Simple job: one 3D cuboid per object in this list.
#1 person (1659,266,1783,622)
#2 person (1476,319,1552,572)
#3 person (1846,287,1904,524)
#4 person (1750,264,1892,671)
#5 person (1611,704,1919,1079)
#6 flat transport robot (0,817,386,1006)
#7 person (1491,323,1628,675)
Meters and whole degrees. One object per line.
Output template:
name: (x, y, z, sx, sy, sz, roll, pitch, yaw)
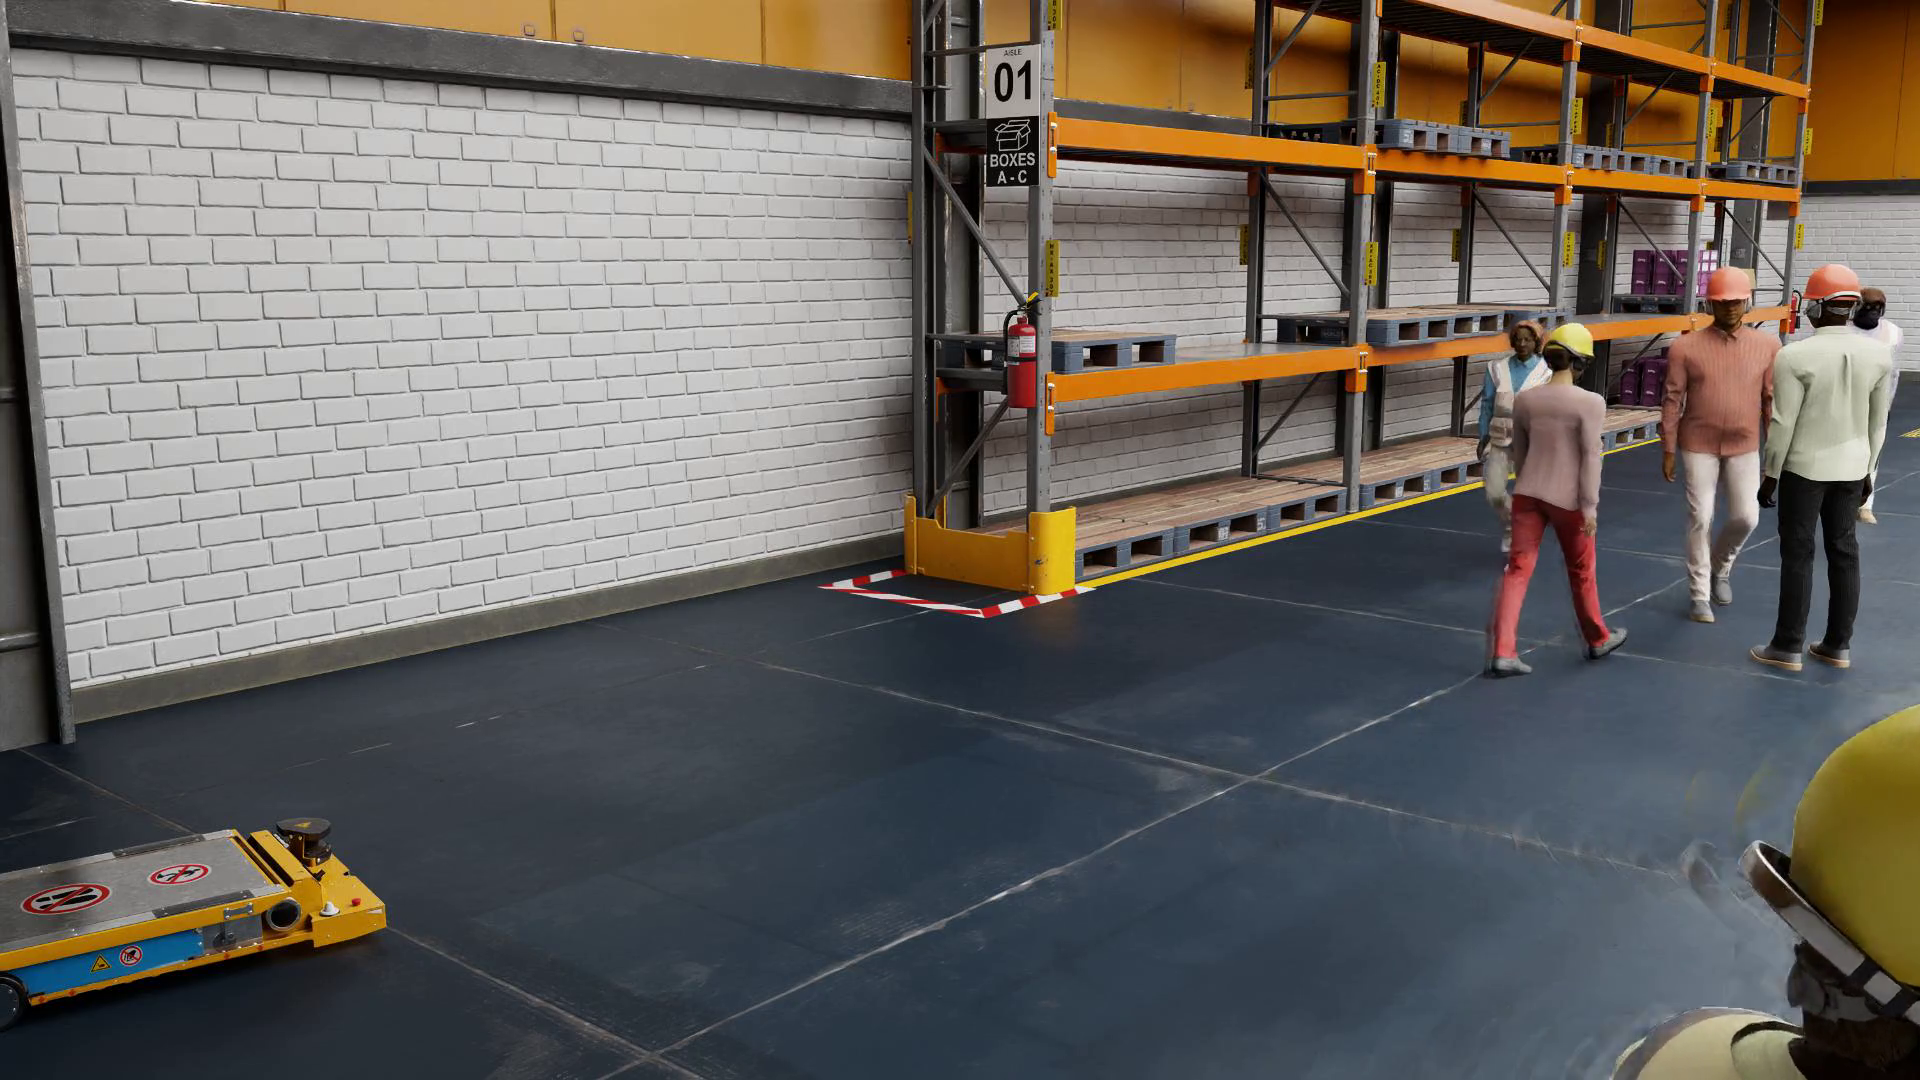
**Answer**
person: (4.227, -0.530, 9.277, 0.639, 1.974, 0.480, 2, 10, 13)
person: (3.626, -0.616, 10.749, 0.536, 1.622, 0.481, 7, 12, 35)
person: (6.862, -1.056, 12.846, 0.642, 1.799, 0.808, 2, 10, 12)
person: (4.227, -0.346, 8.184, 0.608, 1.995, 0.377, -2, 10, -9)
person: (0.682, 0.983, 1.225, 0.935, 1.780, 0.623, 2, 10, 9)
flat transport robot: (-2.488, 1.106, 4.817, 1.431, 0.197, 0.652, -7, 12, -36)
person: (2.936, -0.200, 8.152, 0.943, 1.704, 0.532, -7, 12, -37)
